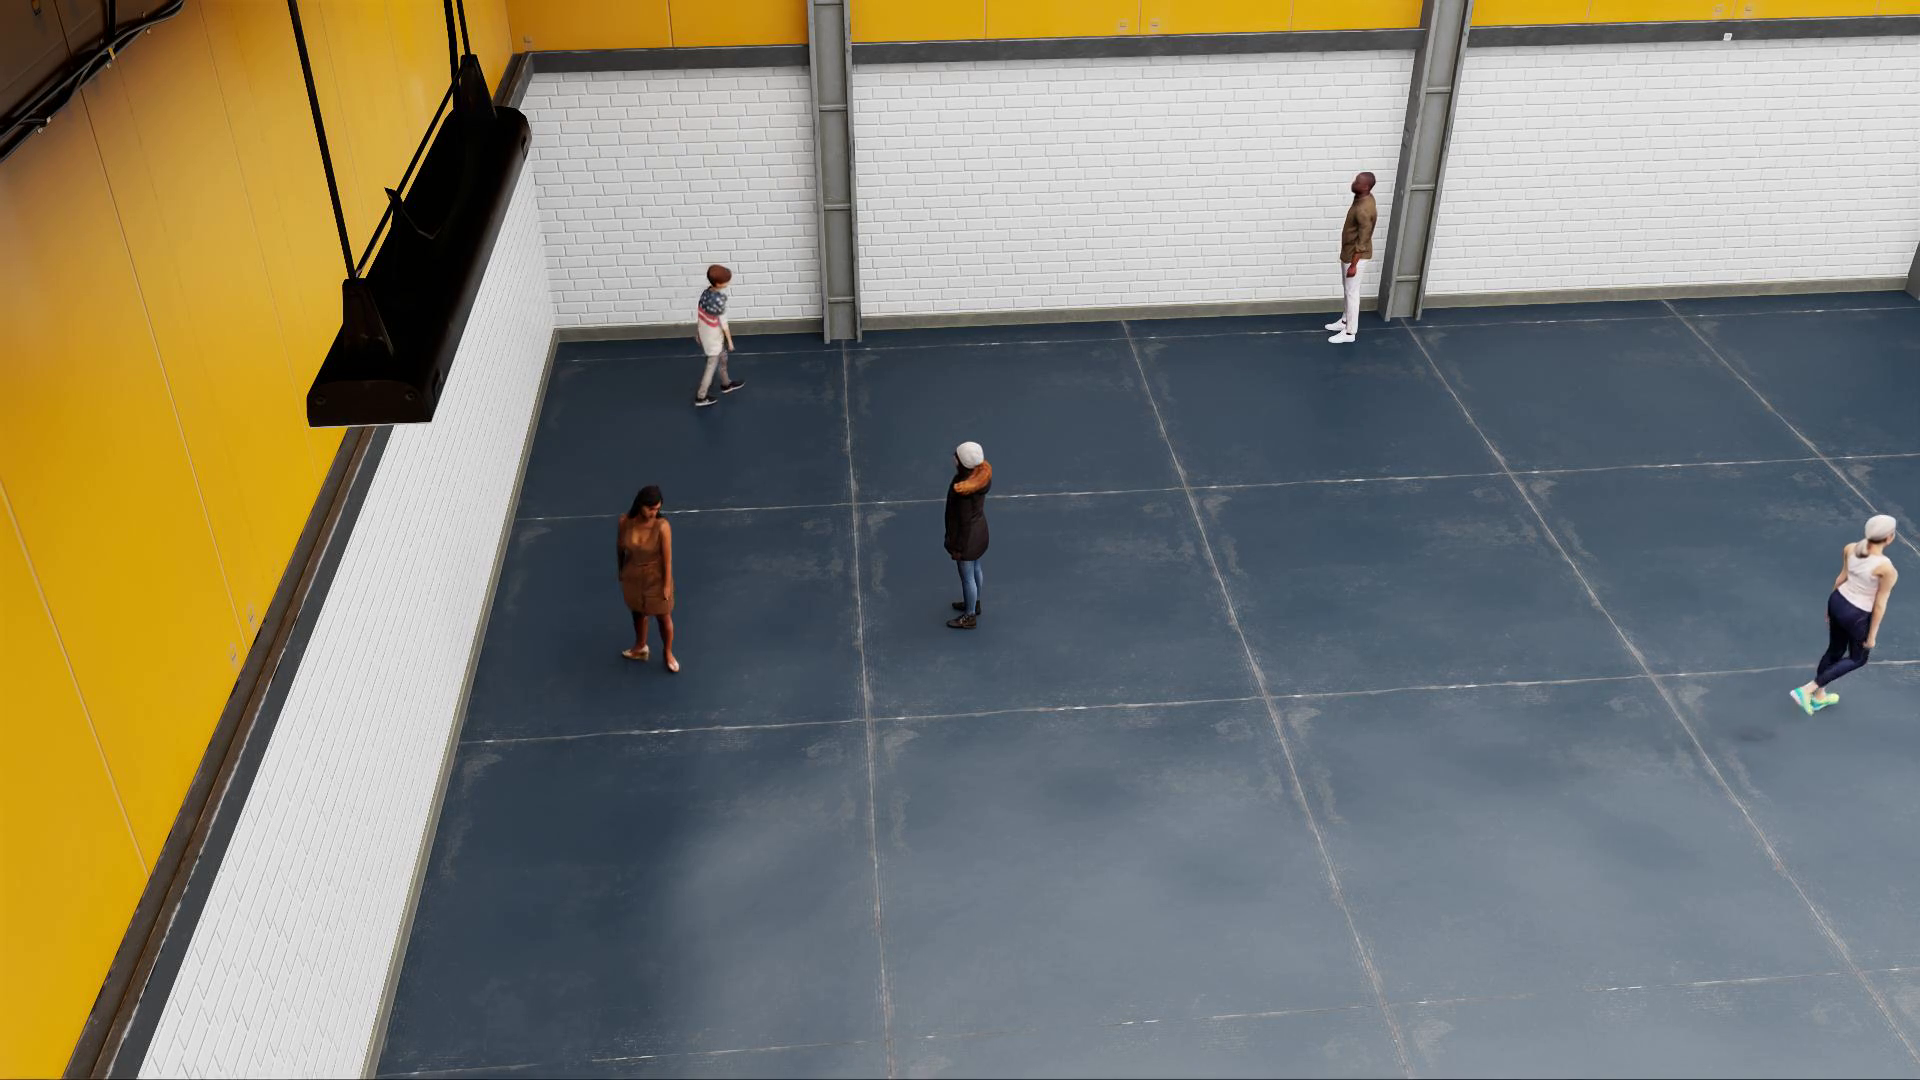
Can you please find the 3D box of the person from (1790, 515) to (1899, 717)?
[{"bbox_3d":[6.304,0.582,11.898,0.861,1.689,0.712,-10,35,-15],"label":"person"}]

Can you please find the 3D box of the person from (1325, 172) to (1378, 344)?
[{"bbox_3d":[4.044,-2.915,17.038,0.638,1.824,0.756,3,34,4],"label":"person"}]

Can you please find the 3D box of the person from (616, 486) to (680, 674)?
[{"bbox_3d":[-2.366,0.278,12.380,0.583,1.662,0.814,15,36,21],"label":"person"}]

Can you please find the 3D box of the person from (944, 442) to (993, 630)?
[{"bbox_3d":[0.066,-0.047,12.895,0.716,1.634,0.708,8,34,12],"label":"person"}]

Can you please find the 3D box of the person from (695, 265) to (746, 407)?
[{"bbox_3d":[-2.431,-1.952,15.963,0.890,1.410,0.744,-25,41,-32],"label":"person"}]
